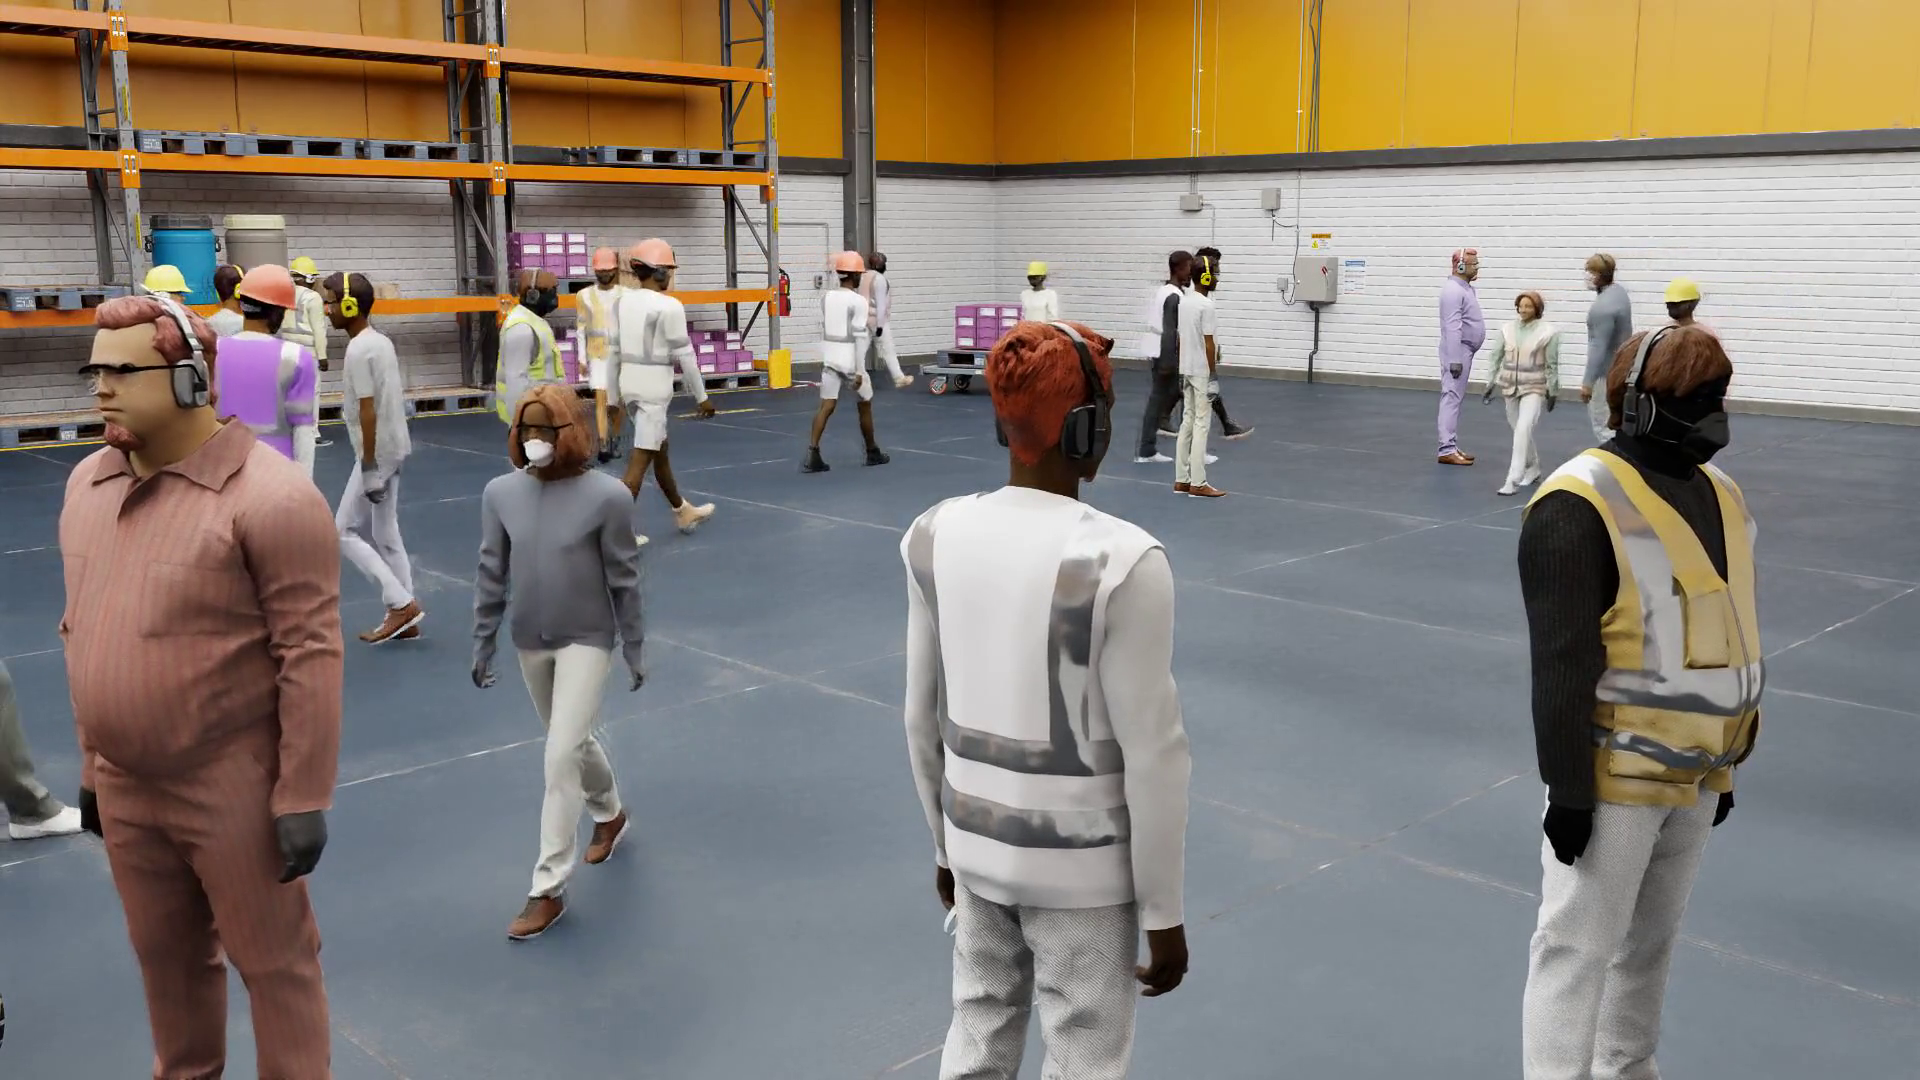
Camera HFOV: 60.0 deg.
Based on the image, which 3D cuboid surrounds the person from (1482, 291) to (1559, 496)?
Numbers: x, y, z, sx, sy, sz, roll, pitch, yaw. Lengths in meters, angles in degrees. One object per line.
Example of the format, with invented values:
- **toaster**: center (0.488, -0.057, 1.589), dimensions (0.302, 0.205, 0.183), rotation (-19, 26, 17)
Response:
- **person**: center (4.482, -1.180, 13.204), dimensions (0.872, 1.592, 0.519), rotation (-10, 14, -42)

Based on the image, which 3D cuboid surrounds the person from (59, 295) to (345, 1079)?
- **person**: center (-1.537, 0.473, 3.327), dimensions (0.643, 1.910, 0.399), rotation (4, 11, 22)

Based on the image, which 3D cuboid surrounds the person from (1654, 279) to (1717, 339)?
- **person**: center (5.210, -1.024, 12.017), dimensions (0.885, 1.720, 0.511), rotation (-4, 11, -22)

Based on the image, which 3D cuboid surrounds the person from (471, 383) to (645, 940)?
- **person**: center (-1.209, 0.308, 5.082), dimensions (0.513, 1.593, 0.839), rotation (3, 11, 17)

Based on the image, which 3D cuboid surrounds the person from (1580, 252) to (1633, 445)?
- **person**: center (4.953, -1.247, 12.741), dimensions (0.463, 1.896, 0.676), rotation (6, 12, 28)

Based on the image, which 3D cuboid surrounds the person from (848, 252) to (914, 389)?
- **person**: center (-1.084, -2.874, 21.897), dimensions (0.957, 1.792, 0.636), rotation (-8, 13, -37)

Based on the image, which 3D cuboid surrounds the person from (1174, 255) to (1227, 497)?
- **person**: center (1.865, -1.266, 12.913), dimensions (0.315, 1.870, 0.533), rotation (-4, 11, -21)

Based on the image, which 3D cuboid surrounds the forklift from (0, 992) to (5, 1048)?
- **forklift**: center (-3.245, 0.323, 3.363), dimensions (2.313, 2.155, 1.214), rotation (2, 11, 13)

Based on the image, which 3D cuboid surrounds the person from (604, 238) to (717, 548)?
- **person**: center (-1.960, -0.957, 10.880), dimensions (0.625, 1.991, 1.021), rotation (9, 14, 42)

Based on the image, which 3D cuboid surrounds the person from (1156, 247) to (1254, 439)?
- **person**: center (2.416, -1.955, 16.576), dimensions (1.026, 1.908, 0.616), rotation (3, 11, 17)

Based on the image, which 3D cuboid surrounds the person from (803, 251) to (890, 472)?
- **person**: center (-0.997, -1.539, 14.353), dimensions (0.544, 1.896, 0.985), rotation (7, 12, 33)

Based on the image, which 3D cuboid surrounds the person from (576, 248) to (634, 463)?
- **person**: center (-3.114, -1.629, 14.809), dimensions (0.566, 1.893, 0.948), rotation (-2, 11, -13)

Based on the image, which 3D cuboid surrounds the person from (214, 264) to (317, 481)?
- **person**: center (-3.182, -0.286, 7.517), dimensions (0.557, 1.901, 0.806), rotation (-2, 11, -10)

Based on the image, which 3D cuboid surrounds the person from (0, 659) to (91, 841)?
- **person**: center (-3.416, 0.119, 5.342), dimensions (0.986, 1.878, 0.586), rotation (-7, 12, -33)

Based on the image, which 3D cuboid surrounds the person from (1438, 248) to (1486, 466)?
- **person**: center (4.444, -1.625, 14.771), dimensions (0.410, 1.908, 0.642), rotation (4, 11, 20)

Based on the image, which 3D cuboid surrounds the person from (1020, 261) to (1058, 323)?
- **person**: center (0.942, -2.372, 19.333), dimensions (0.532, 1.728, 0.883), rotation (7, 13, 35)

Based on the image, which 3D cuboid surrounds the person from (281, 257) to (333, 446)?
- **person**: center (-6.313, -1.812, 16.058), dimensions (0.608, 1.821, 0.416), rotation (8, 13, 36)

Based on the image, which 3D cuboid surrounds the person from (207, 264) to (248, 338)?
- **person**: center (-4.495, -0.772, 10.282), dimensions (0.538, 1.845, 0.527), rotation (9, 14, 42)

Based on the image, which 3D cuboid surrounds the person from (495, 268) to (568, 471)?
- **person**: center (-2.643, -0.775, 10.371), dimensions (0.474, 1.822, 0.665), rotation (-2, 11, -10)

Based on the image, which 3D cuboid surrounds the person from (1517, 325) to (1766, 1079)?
- **person**: center (1.426, 0.479, 3.477), dimensions (0.627, 1.844, 0.429), rotation (-8, 13, -37)

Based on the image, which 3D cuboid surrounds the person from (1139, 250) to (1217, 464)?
- **person**: center (1.975, -1.609, 14.764), dimensions (0.820, 1.884, 0.590), rotation (0, 10, -3)

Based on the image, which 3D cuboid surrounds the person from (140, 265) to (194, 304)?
- **person**: center (-5.164, -0.876, 10.896), dimensions (0.404, 1.827, 0.600), rotation (-7, 12, -33)

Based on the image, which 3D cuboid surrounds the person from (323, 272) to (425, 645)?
- **person**: center (-2.897, -0.384, 8.189), dimensions (0.407, 1.847, 0.508), rotation (0, 10, -1)

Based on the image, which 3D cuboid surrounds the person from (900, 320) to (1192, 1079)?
- **person**: center (0.154, 0.567, 2.889), dimensions (0.575, 1.882, 0.355), rotation (9, 14, 41)
